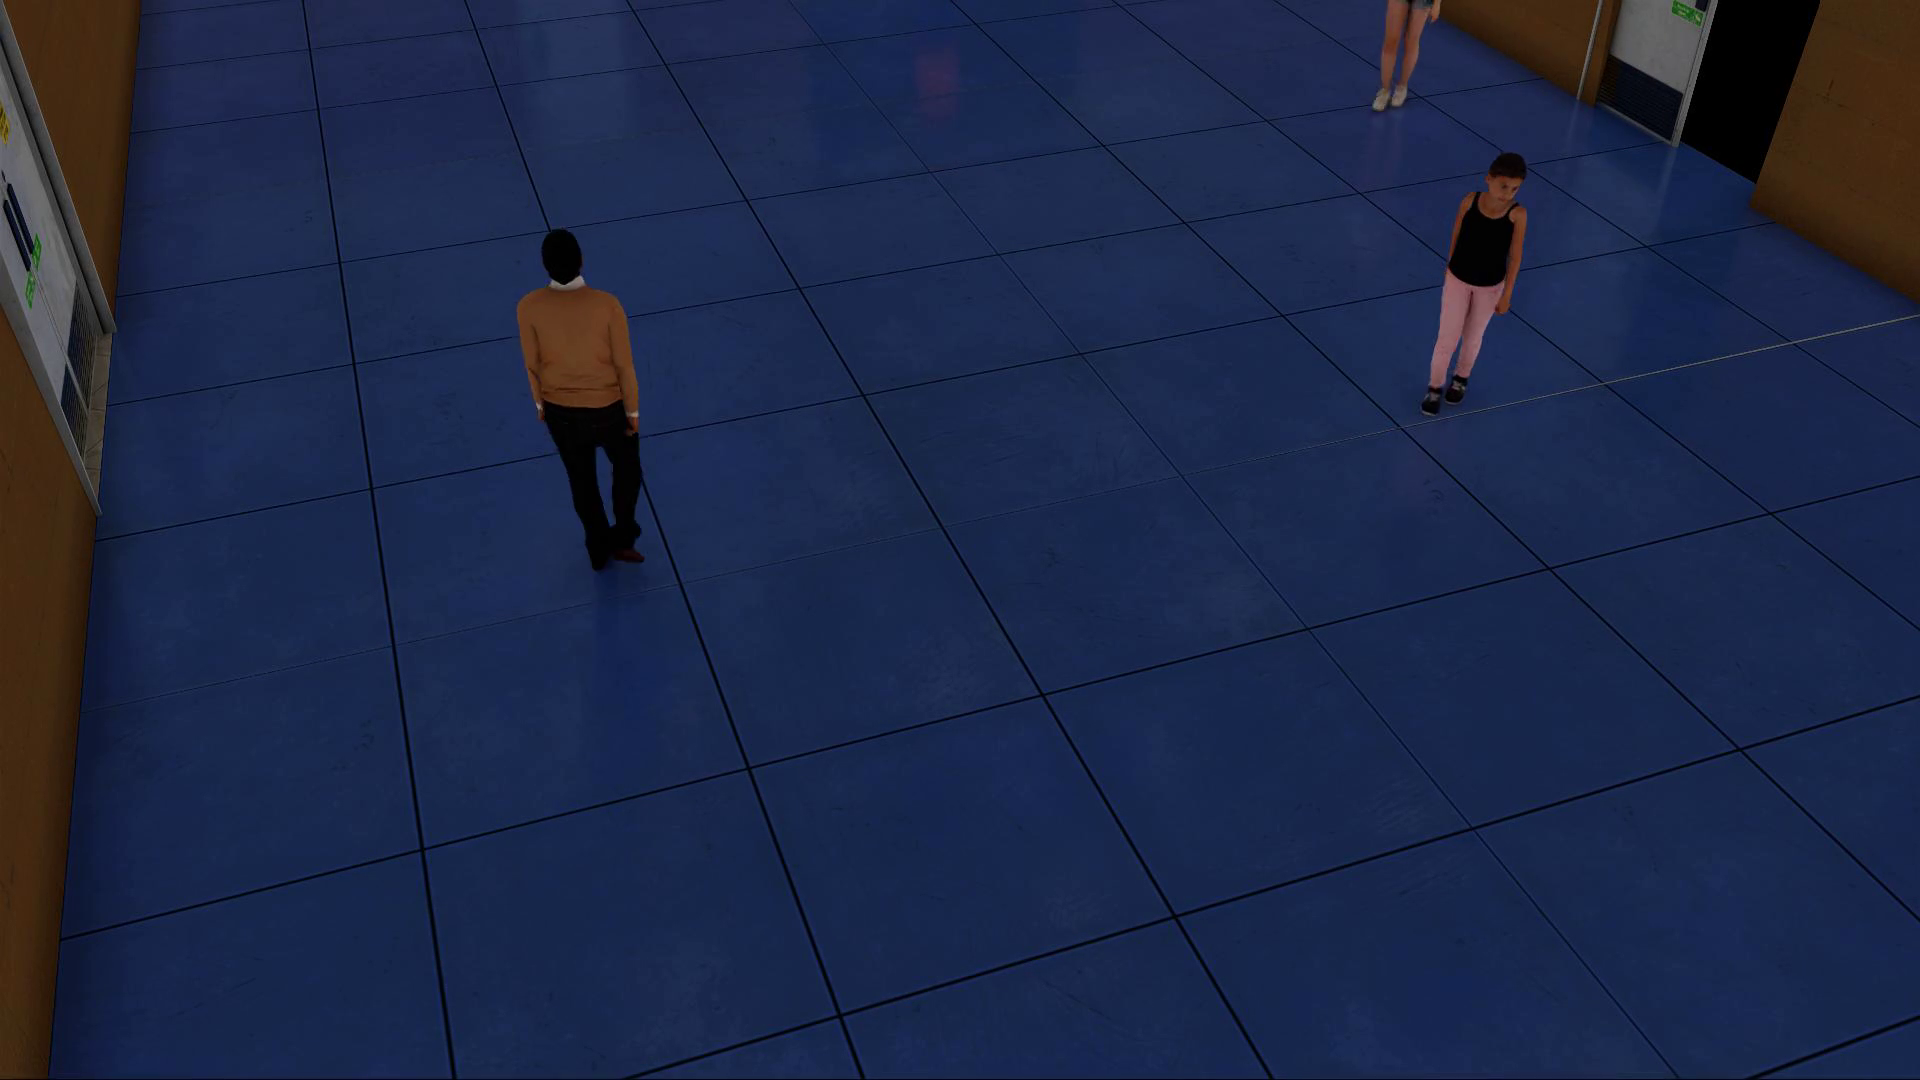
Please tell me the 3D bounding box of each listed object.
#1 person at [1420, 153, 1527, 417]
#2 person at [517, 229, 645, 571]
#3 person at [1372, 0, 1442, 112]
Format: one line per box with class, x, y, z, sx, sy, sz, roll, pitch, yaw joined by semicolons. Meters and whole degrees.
person;2.733;-1.385;8.842;0.759;1.522;0.811;19;41;24
person;-1.703;-0.553;7.548;0.766;1.744;0.822;-2;37;-3
person;3.307;-3.981;12.136;0.790;1.720;0.853;24;43;28
